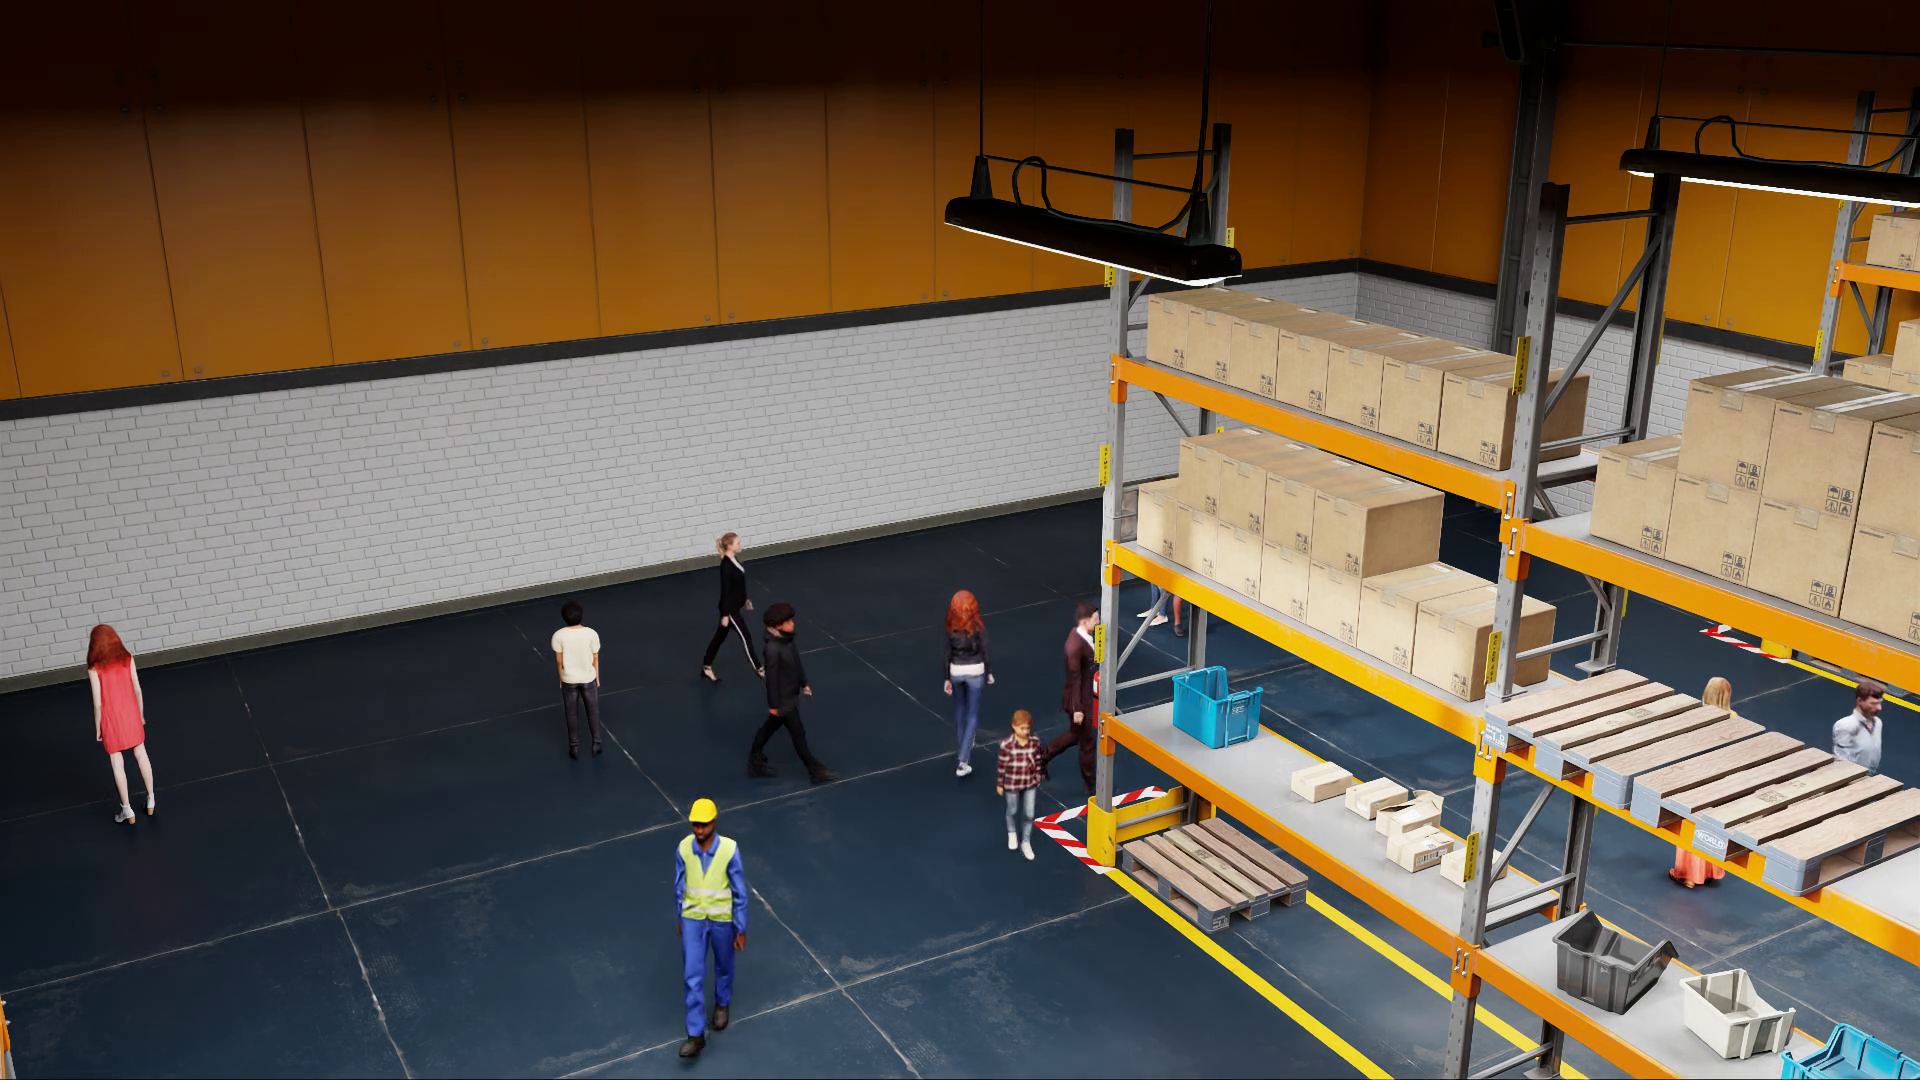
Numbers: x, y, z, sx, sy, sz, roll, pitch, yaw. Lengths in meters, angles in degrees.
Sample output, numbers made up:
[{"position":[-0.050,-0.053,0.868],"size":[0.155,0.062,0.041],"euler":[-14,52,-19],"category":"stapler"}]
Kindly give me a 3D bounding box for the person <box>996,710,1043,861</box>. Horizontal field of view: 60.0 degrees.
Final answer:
[{"position":[0.492,2.006,14.057],"size":[0.678,1.291,0.768],"euler":[-2,19,-7],"category":"person"}]

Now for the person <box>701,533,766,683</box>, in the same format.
[{"position":[-2.455,0.746,17.228],"size":[0.987,1.655,1.091],"euler":[-1,19,-4],"category":"person"}]

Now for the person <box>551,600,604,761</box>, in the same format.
[{"position":[-3.587,1.310,15.660],"size":[0.646,1.588,0.591],"euler":[-4,19,-13],"category":"person"}]

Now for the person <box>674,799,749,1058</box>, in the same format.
[{"position":[-1.711,2.583,11.556],"size":[1.002,1.794,1.137],"euler":[1,19,2],"category":"person"}]

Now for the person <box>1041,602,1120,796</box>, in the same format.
[{"position":[1.012,1.422,14.924],"size":[1.149,1.845,1.127],"euler":[3,19,9],"category":"person"}]

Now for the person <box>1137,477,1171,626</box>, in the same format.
[{"position":[2.268,0.107,19.011],"size":[0.676,1.729,0.497],"euler":[-6,20,-19],"category":"person"}]

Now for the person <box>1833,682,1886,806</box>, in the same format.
[{"position":[7.044,1.970,13.325],"size":[0.728,1.827,1.091],"euler":[-8,20,-22],"category":"person"}]

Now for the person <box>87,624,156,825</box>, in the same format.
[{"position":[-7.302,1.587,14.463],"size":[0.649,1.827,0.670],"euler":[13,22,33],"category":"person"}]

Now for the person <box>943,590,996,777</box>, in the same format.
[{"position":[0.060,1.336,15.305],"size":[1.008,1.765,1.030],"euler":[6,20,17],"category":"person"}]

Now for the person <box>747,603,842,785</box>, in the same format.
[{"position":[-1.690,1.408,15.144],"size":[1.123,1.732,1.145],"euler":[3,19,8],"category":"person"}]

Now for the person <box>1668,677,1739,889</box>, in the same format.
[{"position":[6.030,1.950,13.425],"size":[0.677,1.801,0.659],"euler":[-5,19,-15],"category":"person"}]
